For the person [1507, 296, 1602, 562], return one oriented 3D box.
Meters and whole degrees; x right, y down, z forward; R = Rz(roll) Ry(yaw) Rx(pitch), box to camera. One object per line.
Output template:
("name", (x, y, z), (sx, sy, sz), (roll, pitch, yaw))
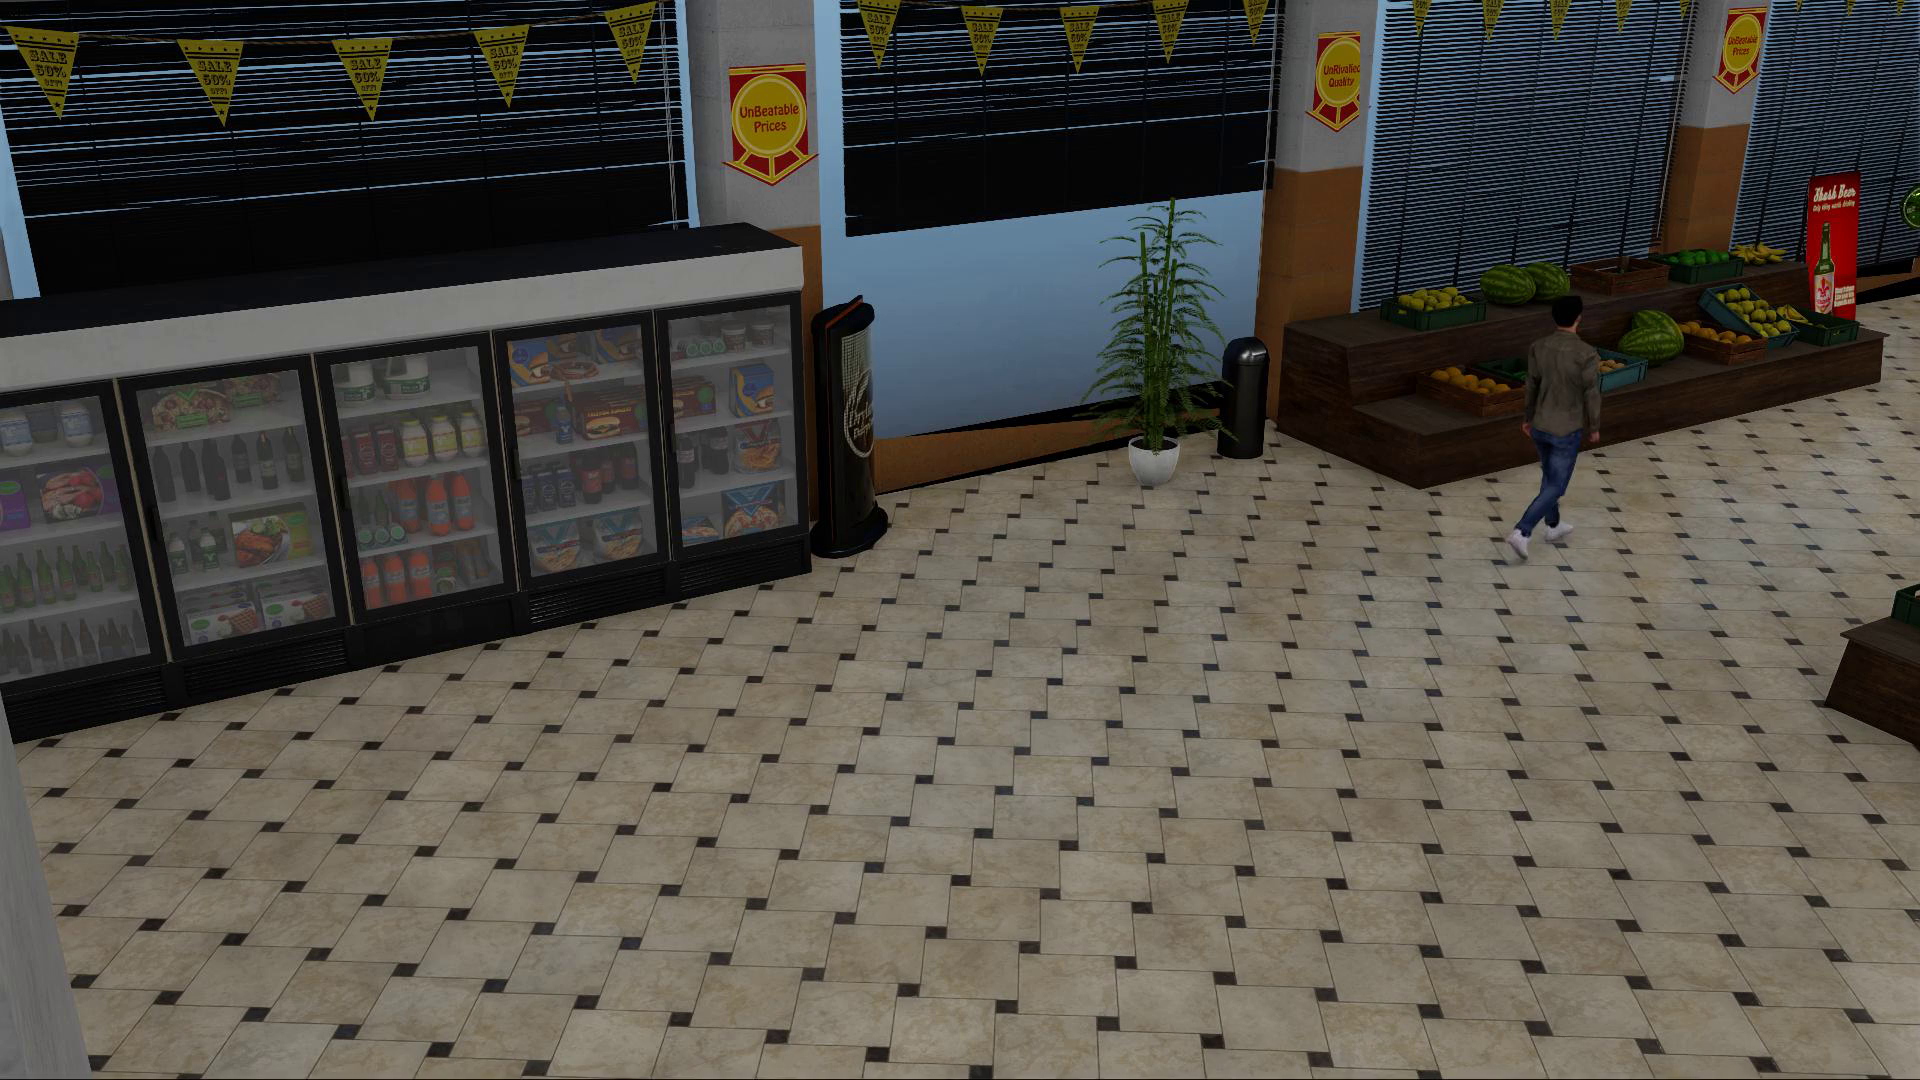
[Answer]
("person", (4.131, -0.770, 11.610), (1.129, 1.858, 0.735), (-14, 26, -32))
